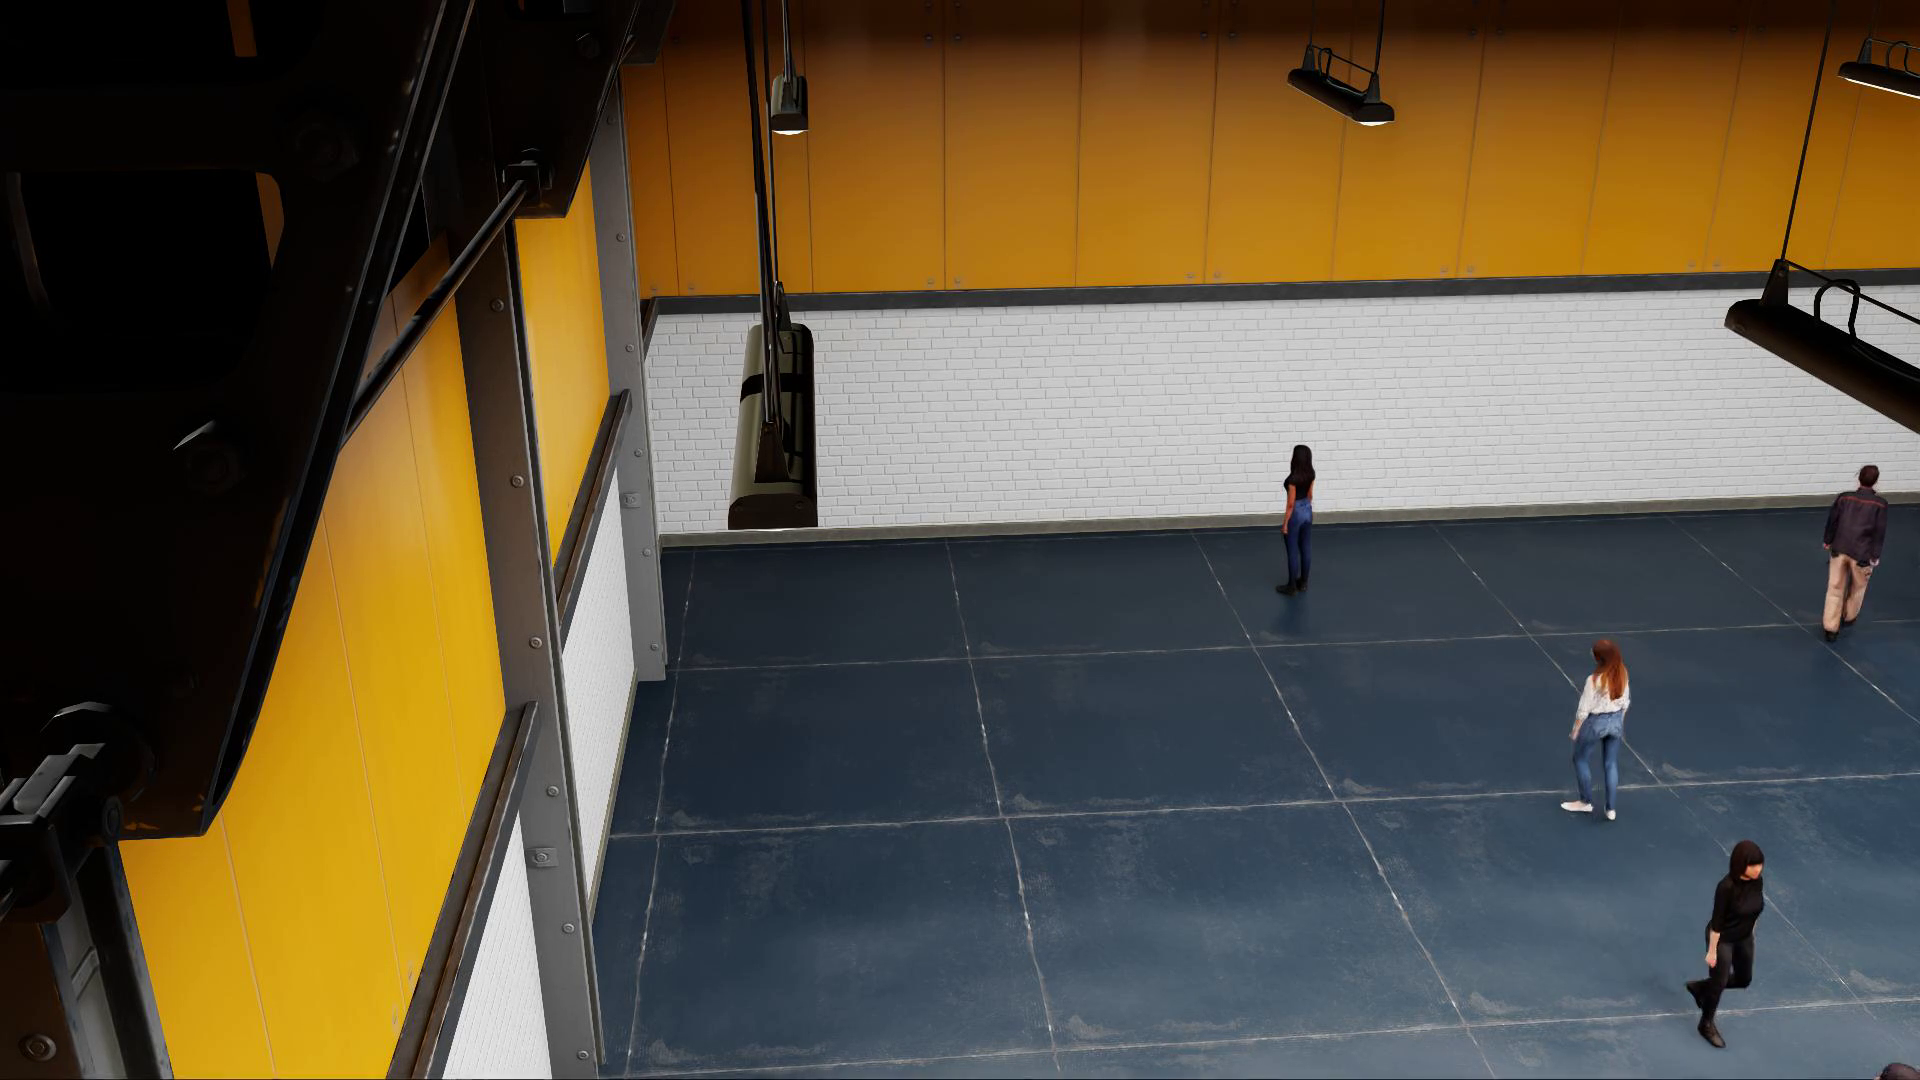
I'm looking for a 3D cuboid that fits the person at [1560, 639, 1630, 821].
[{"bbox_3d":[5.489,1.611,14.235,0.690,1.707,0.668,0,24,0],"label":"person"}]

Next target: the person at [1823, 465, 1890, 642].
[{"bbox_3d":[9.254,0.168,17.291,1.068,1.903,1.157,15,28,31],"label":"person"}]

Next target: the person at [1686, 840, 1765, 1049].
[{"bbox_3d":[5.349,2.769,11.683,0.697,1.628,0.787,-9,25,-20],"label":"person"}]

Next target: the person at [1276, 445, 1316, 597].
[{"bbox_3d":[3.745,-0.227,18.401,0.663,1.738,0.690,-17,29,-33],"label":"person"}]
